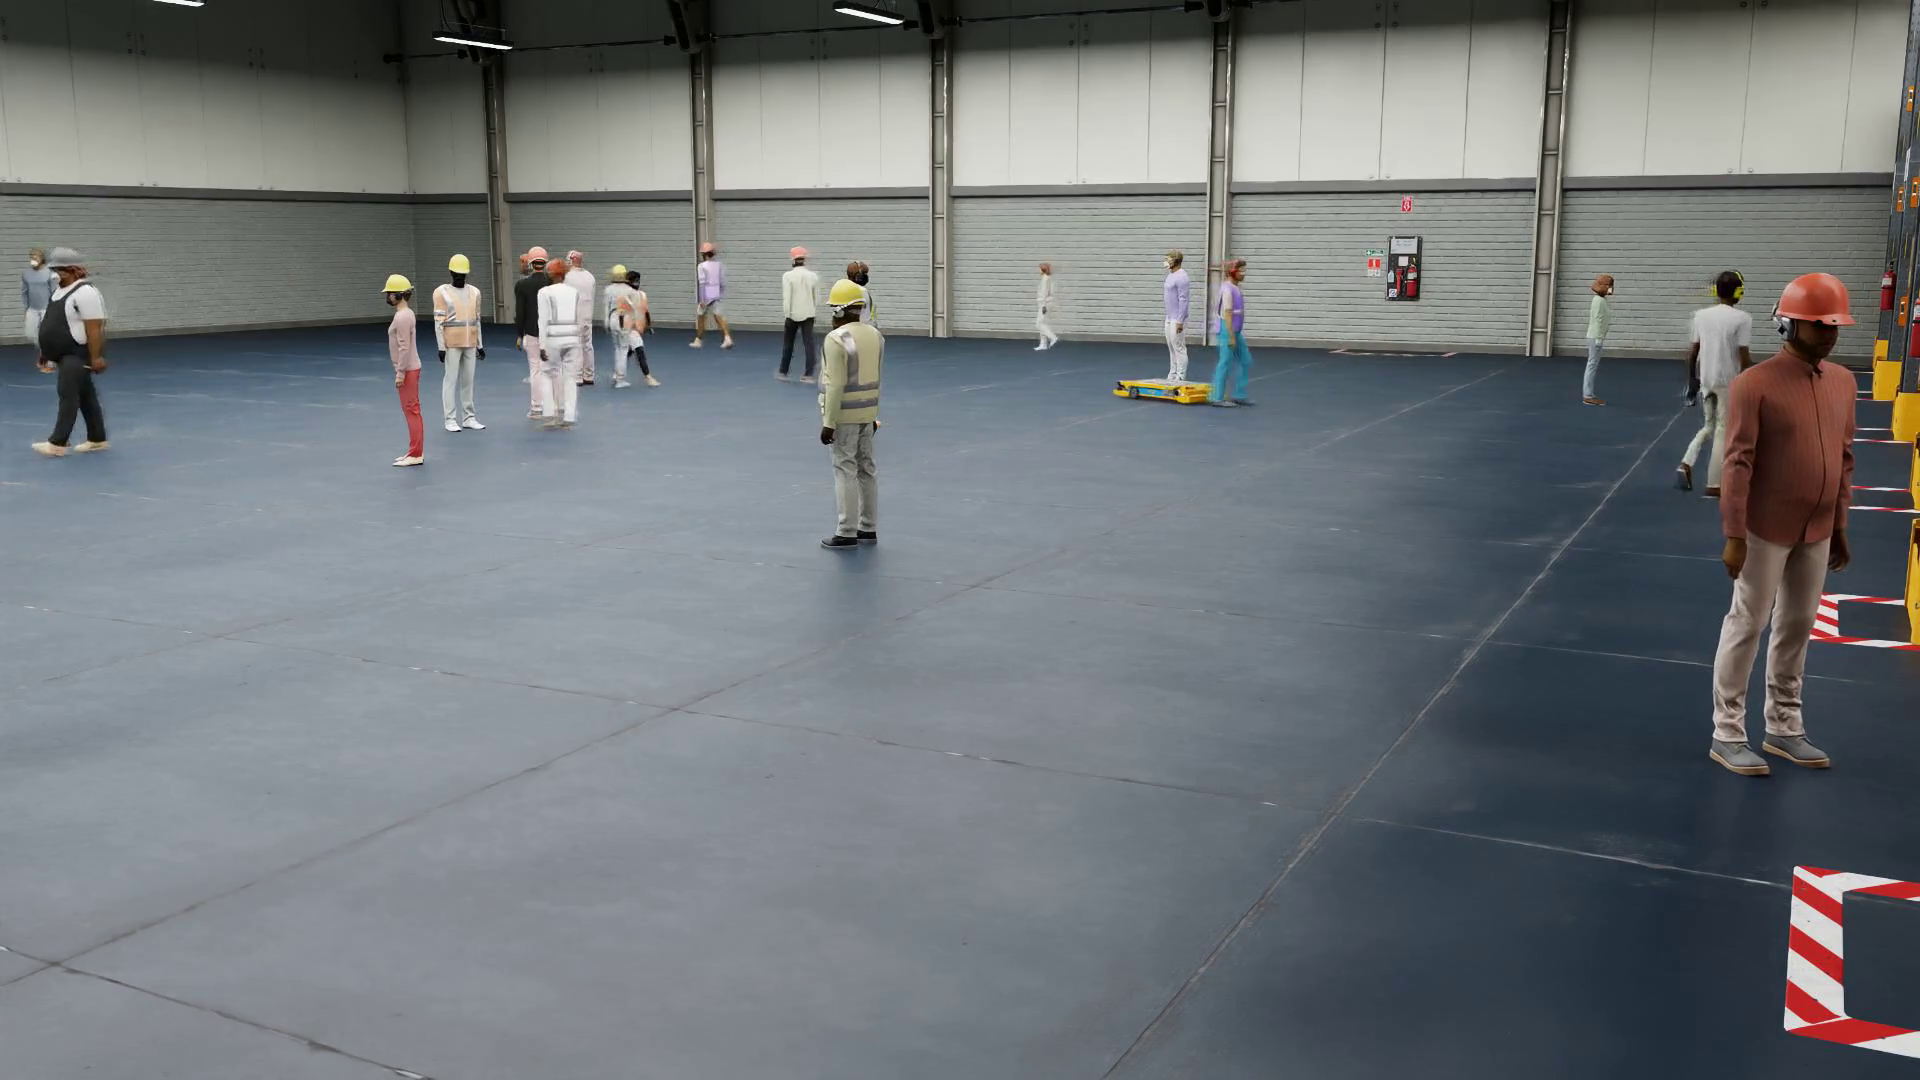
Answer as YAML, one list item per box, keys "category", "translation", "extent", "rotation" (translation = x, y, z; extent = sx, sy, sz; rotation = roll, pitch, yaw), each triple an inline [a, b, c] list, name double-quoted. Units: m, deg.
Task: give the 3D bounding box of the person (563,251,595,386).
- category: "person"
  translation: [-5.438, -3.130, 23.562]
  extent: [0.407, 1.910, 0.639]
  rotation: [4, 11, 22]

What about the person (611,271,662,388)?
- category: "person"
  translation: [-4.626, -2.979, 23.471]
  extent: [0.922, 1.642, 0.536]
  rotation: [5, 12, 26]

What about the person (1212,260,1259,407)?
- category: "person"
  translation: [3.449, -2.536, 20.532]
  extent: [0.693, 1.821, 0.608]
  rotation: [4, 11, 22]

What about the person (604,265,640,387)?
- category: "person"
  translation: [-4.742, -3.018, 23.476]
  extent: [0.510, 1.705, 0.537]
  rotation: [4, 11, 20]

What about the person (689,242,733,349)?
- category: "person"
  translation: [-4.693, -4.598, 31.336]
  extent: [0.906, 2.016, 0.624]
  rotation: [9, 14, 40]

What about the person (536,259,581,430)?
- category: "person"
  translation: [-4.428, -2.145, 18.307]
  extent: [0.607, 1.859, 0.596]
  rotation: [10, 14, 42]

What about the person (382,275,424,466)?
- category: "person"
  translation: [-5.165, -1.569, 15.440]
  extent: [0.315, 1.769, 0.525]
  rotation: [-2, 11, -13]

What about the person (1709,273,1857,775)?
- category: "person"
  translation: [3.277, -0.052, 6.574]
  extent: [0.616, 1.986, 0.401]
  rotation: [-4, 11, -20]

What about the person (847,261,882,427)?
- category: "person"
  translation: [-1.130, -2.169, 18.505]
  extent: [0.429, 1.845, 0.621]
  rotation: [-7, 12, -33]

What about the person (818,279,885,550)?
- category: "person"
  translation: [-0.760, -0.848, 11.326]
  extent: [0.404, 1.830, 0.602]
  rotation: [6, 12, 30]

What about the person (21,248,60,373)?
- category: "person"
  translation: [-14.229, -3.544, 25.768]
  extent: [0.662, 1.924, 0.436]
  rotation: [2, 11, 8]

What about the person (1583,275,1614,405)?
- category: "person"
  translation: [8.075, -2.531, 21.044]
  extent: [0.287, 1.632, 0.501]
  rotation: [4, 11, 19]

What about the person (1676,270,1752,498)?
- category: "person"
  translation: [6.133, -1.247, 13.445]
  extent: [0.444, 1.857, 0.527]
  rotation: [-5, 12, -27]

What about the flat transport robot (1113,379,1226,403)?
- category: "flat transport robot"
  translation: [2.710, -1.949, 21.590]
  extent: [0.652, 0.197, 1.431]
  rotation: [-8, 13, -36]

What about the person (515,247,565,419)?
- category: "person"
  translation: [-4.882, -2.413, 19.413]
  extent: [0.612, 1.996, 0.388]
  rotation: [-6, 12, -28]

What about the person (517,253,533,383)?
- category: "person"
  translation: [-6.155, -3.188, 23.980]
  extent: [0.440, 1.868, 0.615]
  rotation: [-5, 12, -27]

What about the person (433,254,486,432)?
- category: "person"
  translation: [-5.445, -2.147, 18.171]
  extent: [0.392, 1.919, 0.589]
  rotation: [8, 13, 37]

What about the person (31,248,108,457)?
- category: "person"
  translation: [-8.753, -1.837, 16.150]
  extent: [0.695, 2.000, 0.854]
  rotation: [10, 14, 42]

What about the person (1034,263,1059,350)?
- category: "person"
  translation: [1.571, -4.319, 30.814]
  extent: [0.398, 1.623, 0.533]
  rotation: [1, 10, 5]

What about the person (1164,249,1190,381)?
- category: "person"
  translation: [2.975, -3.040, 22.988]
  extent: [0.377, 1.940, 0.628]
  rotation: [-2, 11, -8]

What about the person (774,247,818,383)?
- category: "person"
  translation: [-2.382, -3.277, 24.232]
  extent: [0.642, 1.946, 0.983]
  rotation: [-7, 13, -34]
